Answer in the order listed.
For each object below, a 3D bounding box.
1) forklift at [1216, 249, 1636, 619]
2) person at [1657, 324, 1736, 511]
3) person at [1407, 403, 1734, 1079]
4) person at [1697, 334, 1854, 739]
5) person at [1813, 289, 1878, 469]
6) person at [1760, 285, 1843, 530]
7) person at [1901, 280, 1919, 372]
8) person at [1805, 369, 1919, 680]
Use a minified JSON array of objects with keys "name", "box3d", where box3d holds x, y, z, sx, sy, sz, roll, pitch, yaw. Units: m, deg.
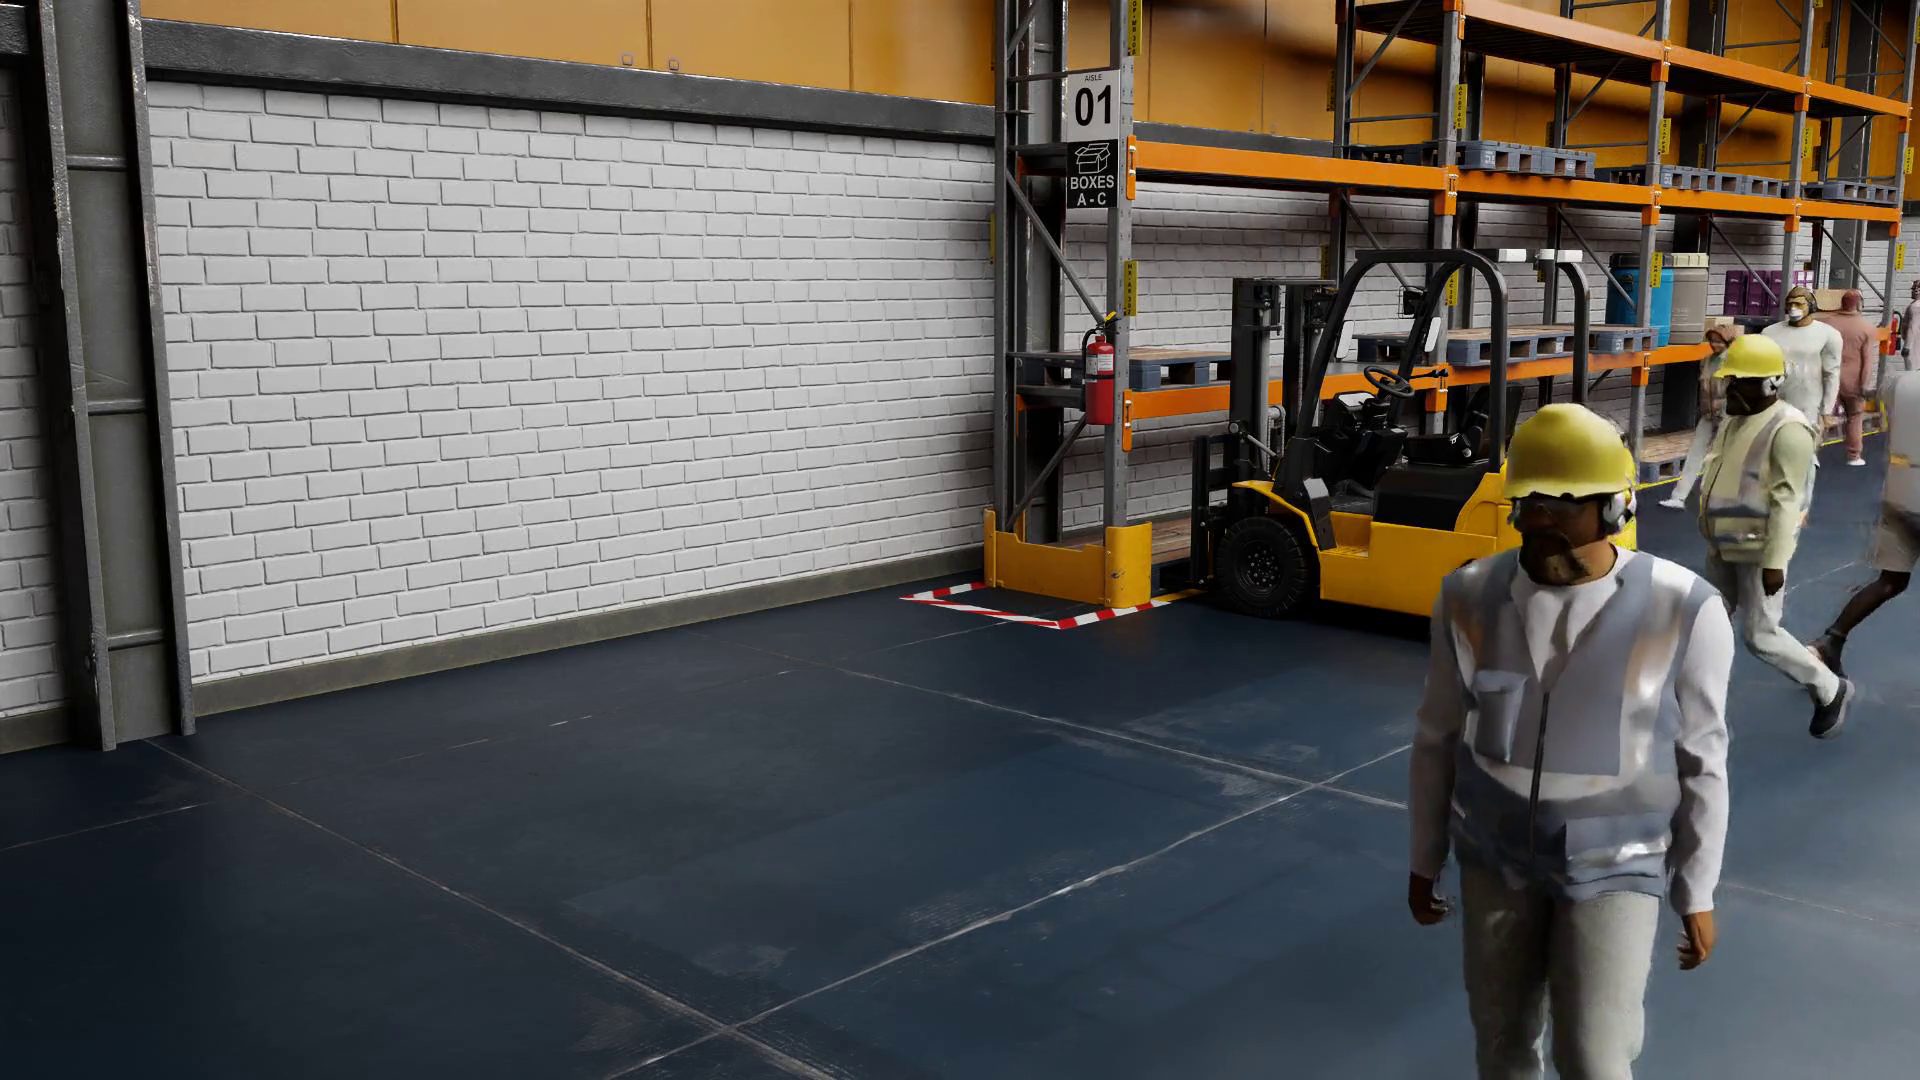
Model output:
[{"name":"forklift","box3d":[2.710,-0.584,9.626,2.313,2.155,1.214,9,13,43]},{"name":"person","box3d":[6.313,-1.005,13.997,0.800,1.603,0.516,-4,10,-22]},{"name":"person","box3d":[1.182,0.631,3.322,0.614,1.813,0.432,7,12,37]},{"name":"person","box3d":[3.470,0.014,7.165,0.741,1.803,0.600,-1,9,-5]},{"name":"person","box3d":[9.151,-1.669,17.284,0.965,1.873,0.630,-9,13,-42]},{"name":"person","box3d":[6.657,-1.052,13.277,0.629,1.940,0.376,8,12,42]},{"name":"person","box3d":[14.202,-2.906,24.738,0.643,1.909,0.410,-7,12,-38]},{"name":"person","box3d":[4.590,-0.177,7.990,0.895,1.927,0.591,-2,9,-12]}]
